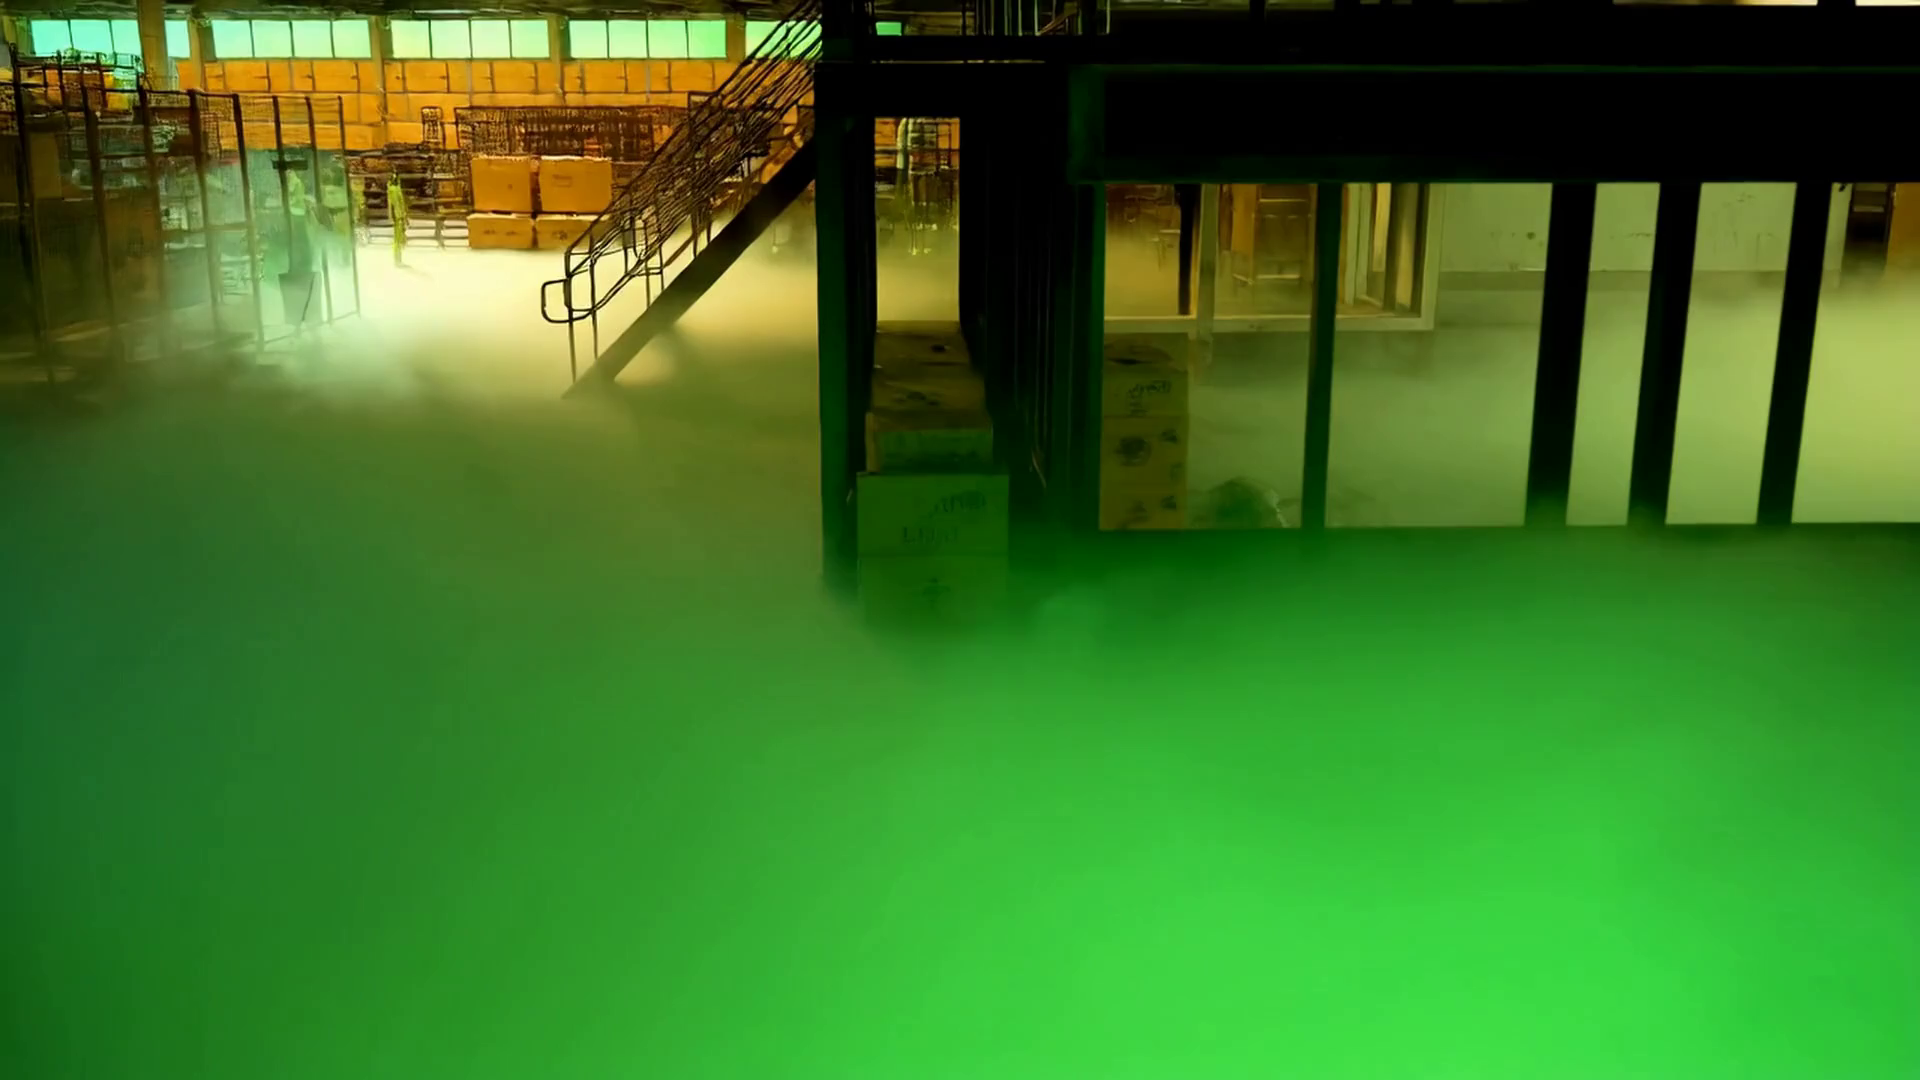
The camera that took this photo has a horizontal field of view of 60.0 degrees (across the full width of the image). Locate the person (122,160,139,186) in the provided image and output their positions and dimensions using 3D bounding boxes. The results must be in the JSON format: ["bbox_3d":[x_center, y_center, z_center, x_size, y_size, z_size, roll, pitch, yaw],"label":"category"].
[{"bbox_3d":[-18.937,-7.732,38.149,0.364,1.935,0.553,-1,14,-5],"label":"person"}]

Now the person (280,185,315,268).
[{"bbox_3d":[-9.862,-4.355,24.839,0.326,1.843,0.517,7,16,26],"label":"person"}]

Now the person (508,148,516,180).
[{"bbox_3d":[-18.617,-15.322,68.867,0.505,1.753,0.530,-4,15,-15],"label":"person"}]

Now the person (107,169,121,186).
[{"bbox_3d":[-16.173,-6.115,31.774,0.481,1.900,0.598,-5,15,-20],"label":"person"}]

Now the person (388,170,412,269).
[{"bbox_3d":[-10.820,-6.174,32.052,0.323,1.875,0.530,-2,14,-10],"label":"person"}]

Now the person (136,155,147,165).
[{"bbox_3d":[-40.392,-18.645,82.139,0.536,1.750,0.398,0,14,-1],"label":"person"}]

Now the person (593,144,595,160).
[{"bbox_3d":[-18.540,-19.261,84.510,0.775,1.805,0.596,-3,14,-12],"label":"person"}]

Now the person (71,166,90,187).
[{"bbox_3d":[-18.307,-6.863,34.785,1.006,1.880,0.580,-2,14,-9],"label":"person"}]

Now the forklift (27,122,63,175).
[{"bbox_3d":[-35.376,-14.773,64.377,1.129,2.768,1.873,-1,14,-2],"label":"forklift"}]

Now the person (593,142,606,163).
[{"bbox_3d":[-16.032,-16.742,74.160,0.602,1.938,0.402,5,15,19],"label":"person"}]

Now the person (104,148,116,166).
[{"bbox_3d":[-40.469,-18.044,79.373,0.607,1.947,1.044,-1,14,-3],"label":"person"}]

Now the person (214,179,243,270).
[{"bbox_3d":[-14.030,-5.985,31.588,0.836,1.734,0.525,2,14,6],"label":"person"}]

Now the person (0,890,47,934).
[{"bbox_3d":[-3.520,0.467,5.409,0.645,1.913,0.867,12,18,39],"label":"person"}]

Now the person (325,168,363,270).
[{"bbox_3d":[-11.893,-6.207,32.094,0.625,1.922,0.996,-10,17,-36],"label":"person"}]
